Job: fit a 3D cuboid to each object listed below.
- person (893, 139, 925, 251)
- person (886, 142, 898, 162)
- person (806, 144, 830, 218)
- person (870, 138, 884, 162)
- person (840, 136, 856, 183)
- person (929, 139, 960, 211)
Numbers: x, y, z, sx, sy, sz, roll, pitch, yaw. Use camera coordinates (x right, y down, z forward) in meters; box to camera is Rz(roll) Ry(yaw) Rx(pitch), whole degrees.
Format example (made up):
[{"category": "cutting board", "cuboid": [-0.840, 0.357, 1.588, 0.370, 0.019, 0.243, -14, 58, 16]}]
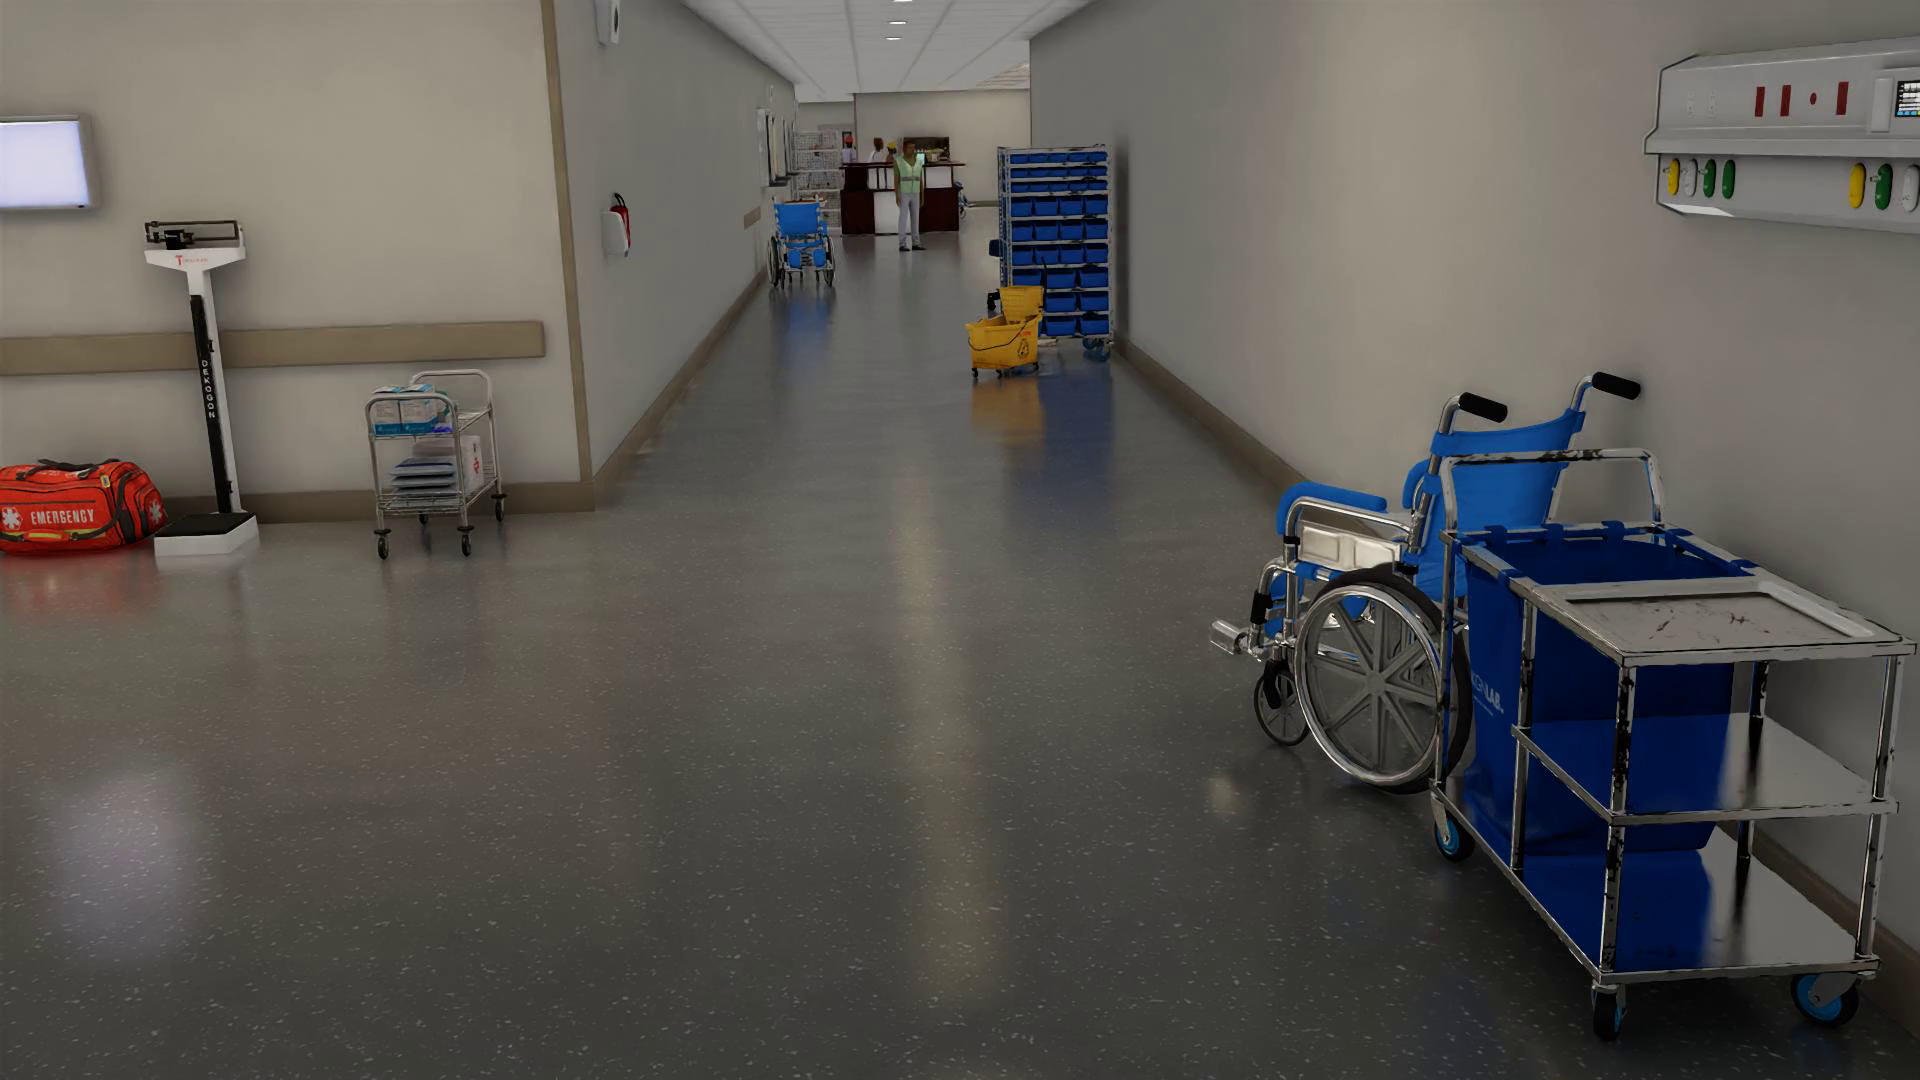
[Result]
[{"category": "person", "cuboid": [-0.850, -5.740, 27.710, 0.562, 1.837, 0.389, -11, 16, -33]}, {"category": "person", "cuboid": [-1.624, -8.682, 40.036, 0.328, 1.767, 0.532, -6, 14, -16]}, {"category": "person", "cuboid": [-3.448, -8.720, 40.429, 0.573, 1.748, 0.342, -2, 14, -3]}, {"category": "person", "cuboid": [-1.770, -8.172, 37.728, 0.571, 1.866, 0.592, -3, 14, -7]}, {"category": "person", "cuboid": [-3.109, -10.415, 46.966, 0.546, 1.939, 0.375, 7, 16, 33]}, {"category": "person", "cuboid": [-0.420, -8.681, 39.827, 0.924, 1.795, 0.631, -11, 17, -34]}]
